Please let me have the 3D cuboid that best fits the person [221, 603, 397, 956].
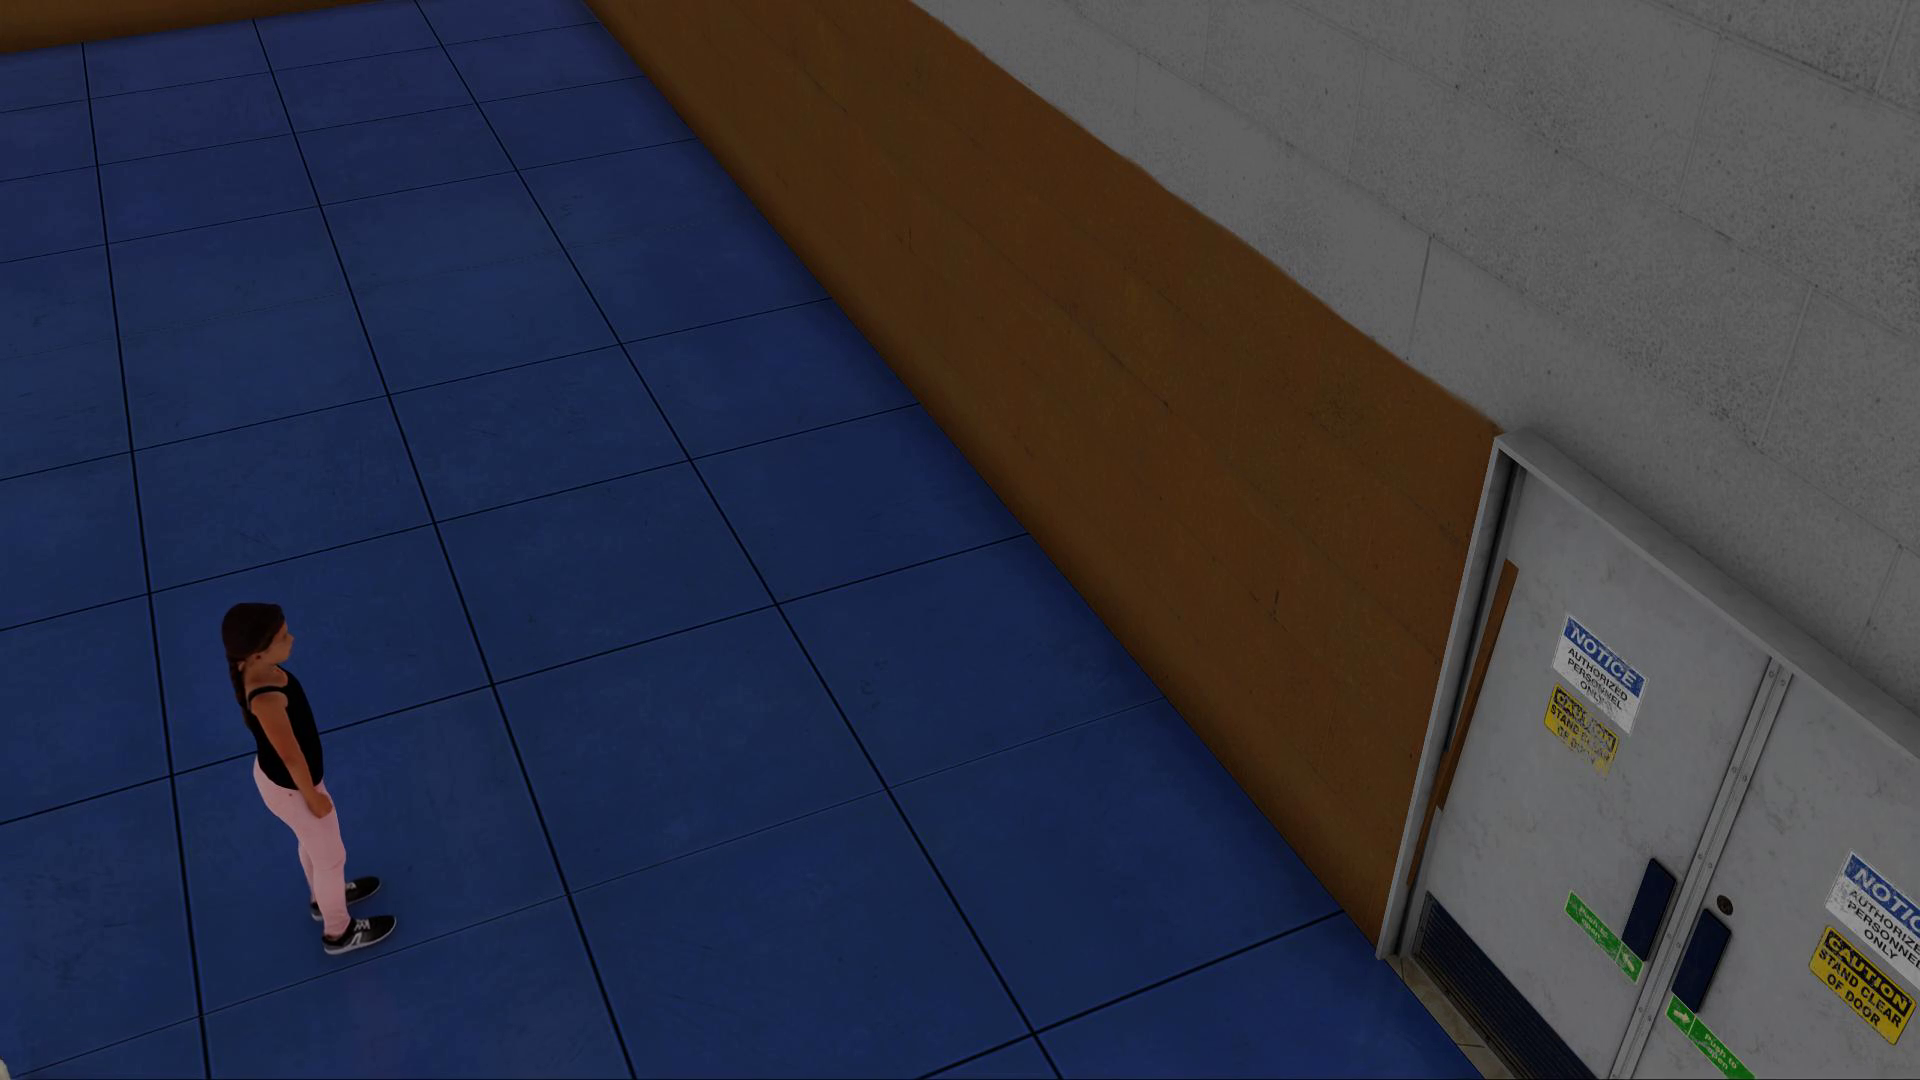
[{"bbox_3d":[-2.324,0.836,5.806,0.554,1.562,0.551,-22,42,-26],"label":"person"}]
